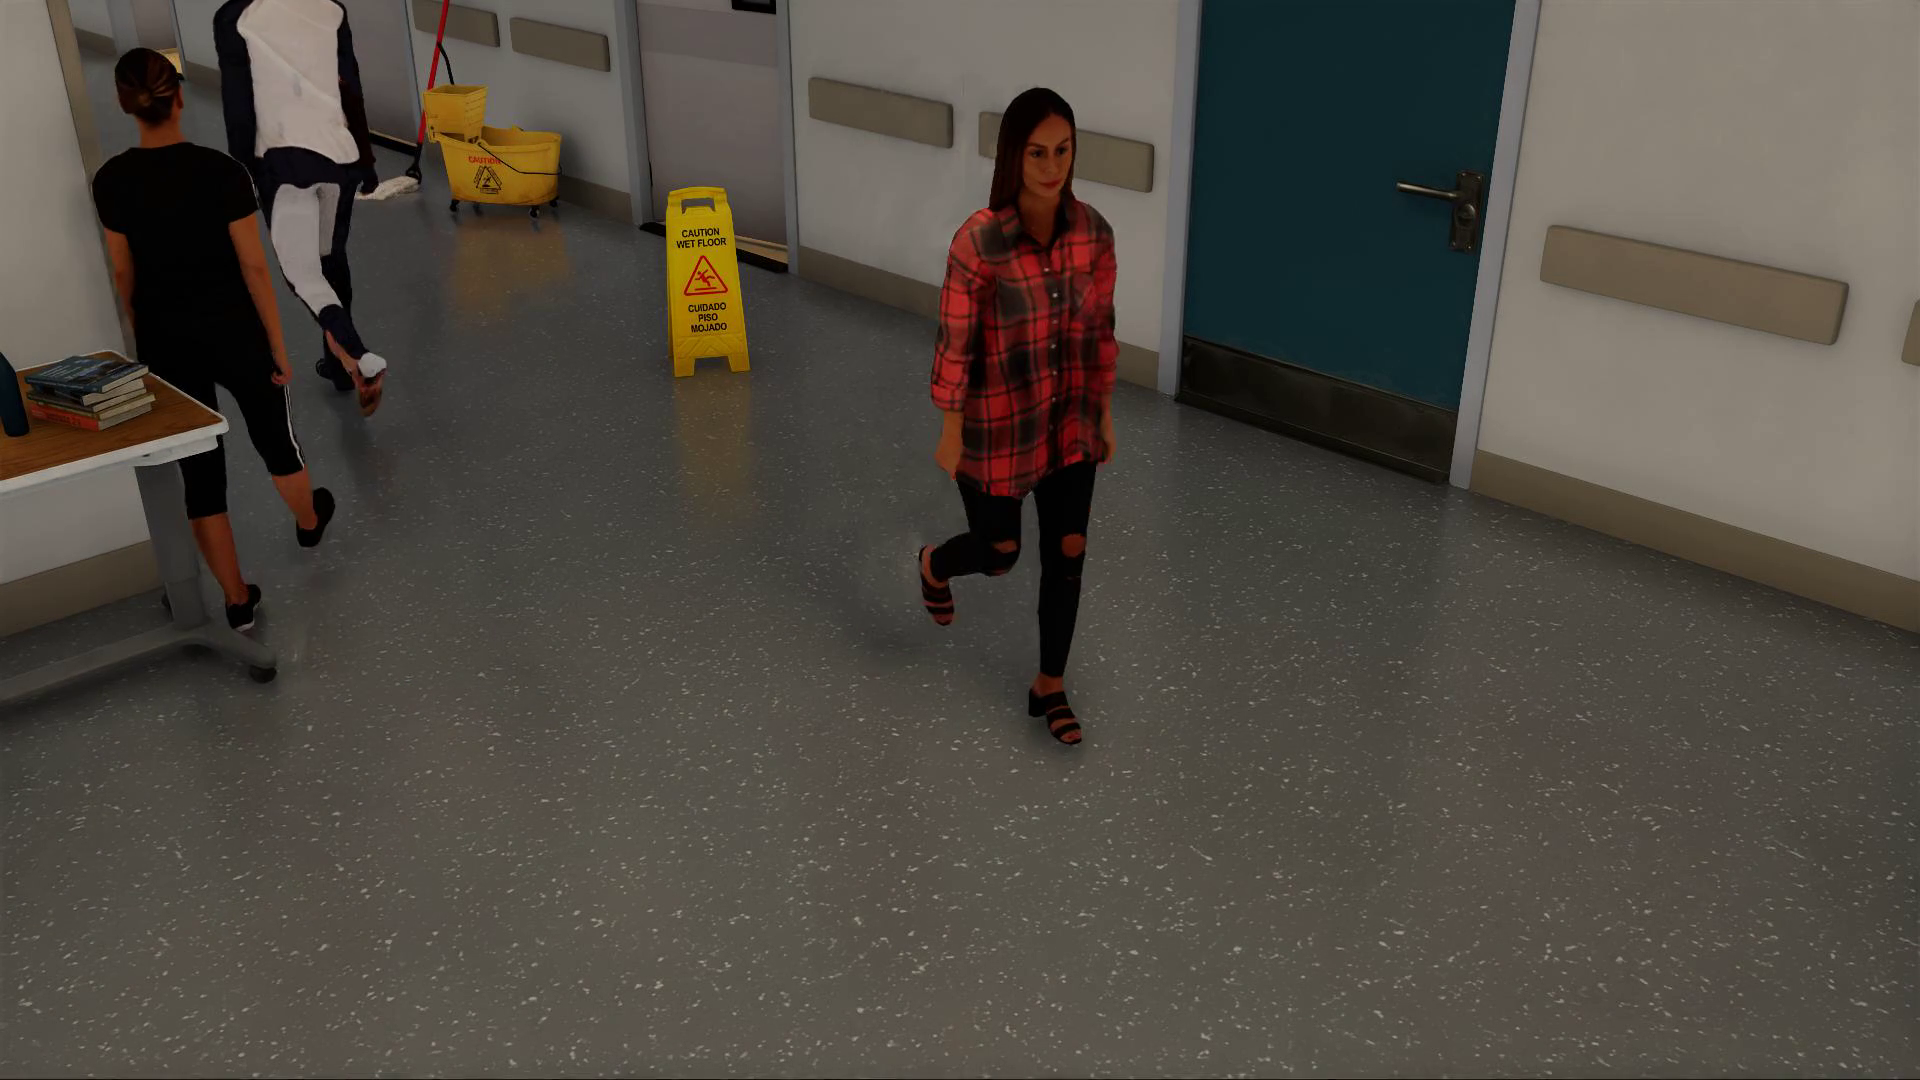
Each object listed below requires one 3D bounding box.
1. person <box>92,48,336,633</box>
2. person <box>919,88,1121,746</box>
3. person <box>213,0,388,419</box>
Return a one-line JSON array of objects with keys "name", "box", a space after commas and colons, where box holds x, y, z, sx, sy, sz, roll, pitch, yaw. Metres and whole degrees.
[{"name": "person", "box": [-2.161, -0.514, 4.735, 0.928, 1.639, 1.073, -5, 26, -9]}, {"name": "person", "box": [0.122, -0.304, 4.250, 0.812, 1.683, 0.996, -14, 29, -26]}, {"name": "person", "box": [-2.416, -1.362, 6.232, 0.703, 1.866, 1.102, -22, 33, -38]}]
